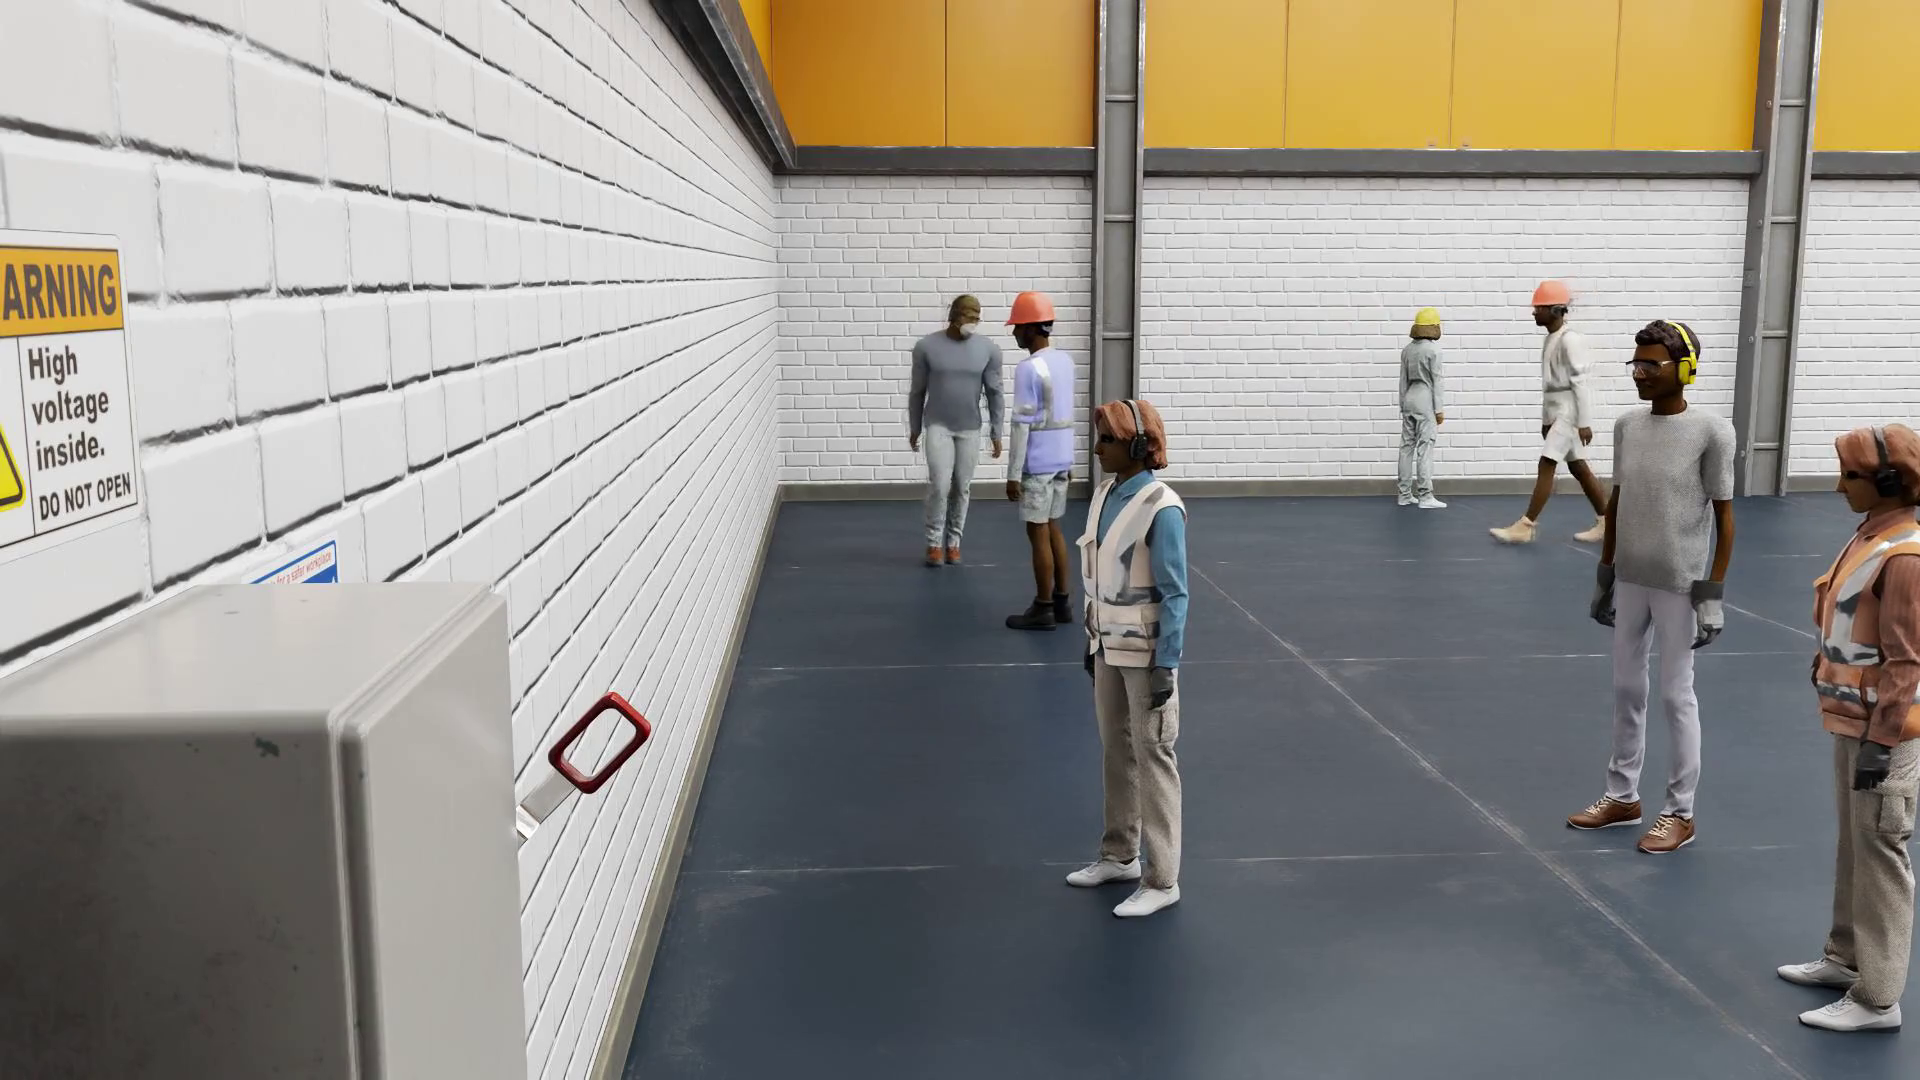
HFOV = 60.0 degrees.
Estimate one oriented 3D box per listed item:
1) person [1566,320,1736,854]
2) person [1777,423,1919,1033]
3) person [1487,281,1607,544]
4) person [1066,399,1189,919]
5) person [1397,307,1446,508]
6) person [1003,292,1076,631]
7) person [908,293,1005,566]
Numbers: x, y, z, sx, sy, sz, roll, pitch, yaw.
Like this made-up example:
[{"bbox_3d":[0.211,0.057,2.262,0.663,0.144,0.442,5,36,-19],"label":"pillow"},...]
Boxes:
[{"bbox_3d":[2.459,0.164,5.867,0.309,1.868,0.534,-5,10,-28],"label":"person"},{"bbox_3d":[2.445,0.501,4.468,0.310,1.640,0.514,3,10,18],"label":"person"},{"bbox_3d":[4.531,-0.939,12.486,0.992,1.983,0.623,1,9,6],"label":"person"},{"bbox_3d":[0.545,0.371,5.286,0.311,1.638,0.522,-4,10,-23],"label":"person"},{"bbox_3d":[4.047,-1.154,14.533,0.306,1.745,0.483,-5,10,-27],"label":"person"},{"bbox_3d":[0.441,-0.438,9.465,0.389,1.929,0.563,6,11,31],"label":"person"},{"bbox_3d":[-0.029,-0.752,11.514,0.646,1.895,0.606,-1,9,-9],"label":"person"}]
